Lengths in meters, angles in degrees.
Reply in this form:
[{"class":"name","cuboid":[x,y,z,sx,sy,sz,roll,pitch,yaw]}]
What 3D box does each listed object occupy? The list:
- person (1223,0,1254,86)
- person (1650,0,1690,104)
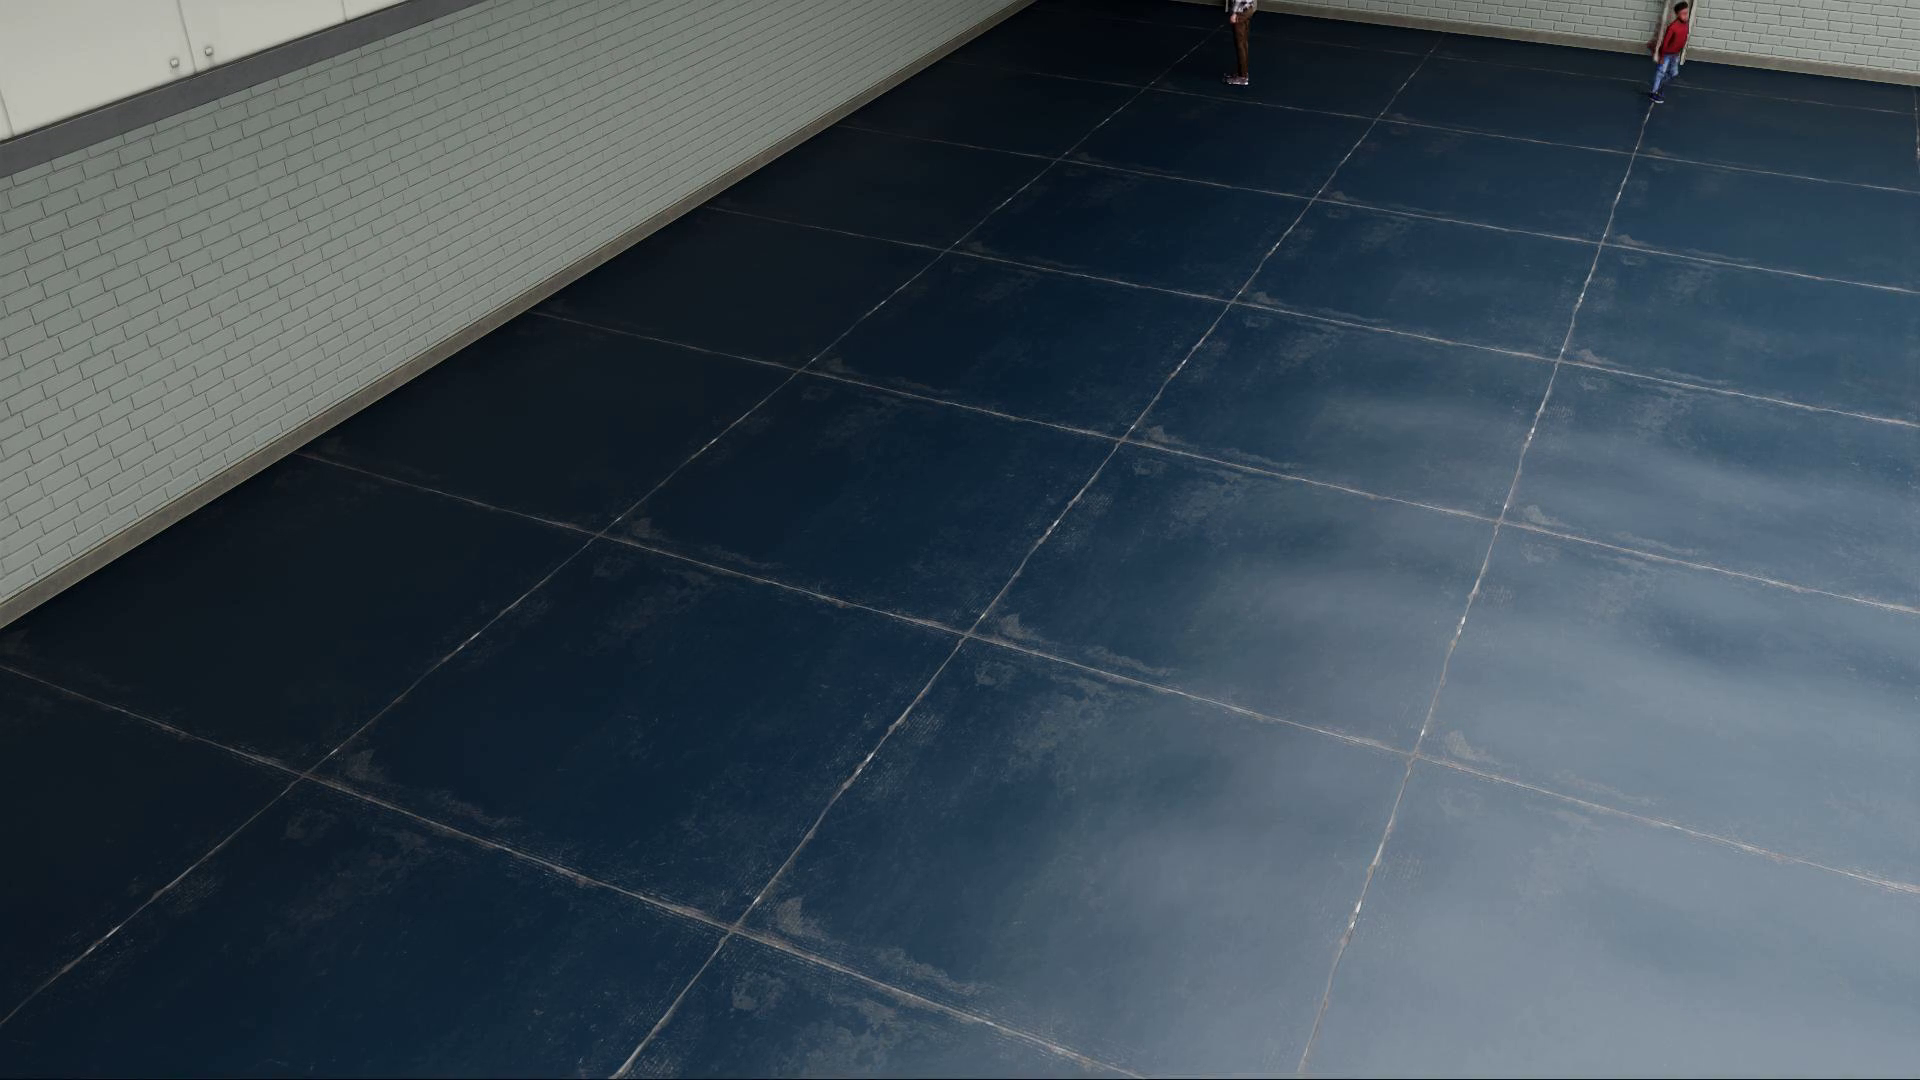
[{"class":"person","cuboid":[3.597,-6.745,21.214,0.651,1.806,0.643,17,36,25]},{"class":"person","cuboid":[8.801,-6.092,20.712,0.653,1.238,0.712,-16,36,-24]}]
